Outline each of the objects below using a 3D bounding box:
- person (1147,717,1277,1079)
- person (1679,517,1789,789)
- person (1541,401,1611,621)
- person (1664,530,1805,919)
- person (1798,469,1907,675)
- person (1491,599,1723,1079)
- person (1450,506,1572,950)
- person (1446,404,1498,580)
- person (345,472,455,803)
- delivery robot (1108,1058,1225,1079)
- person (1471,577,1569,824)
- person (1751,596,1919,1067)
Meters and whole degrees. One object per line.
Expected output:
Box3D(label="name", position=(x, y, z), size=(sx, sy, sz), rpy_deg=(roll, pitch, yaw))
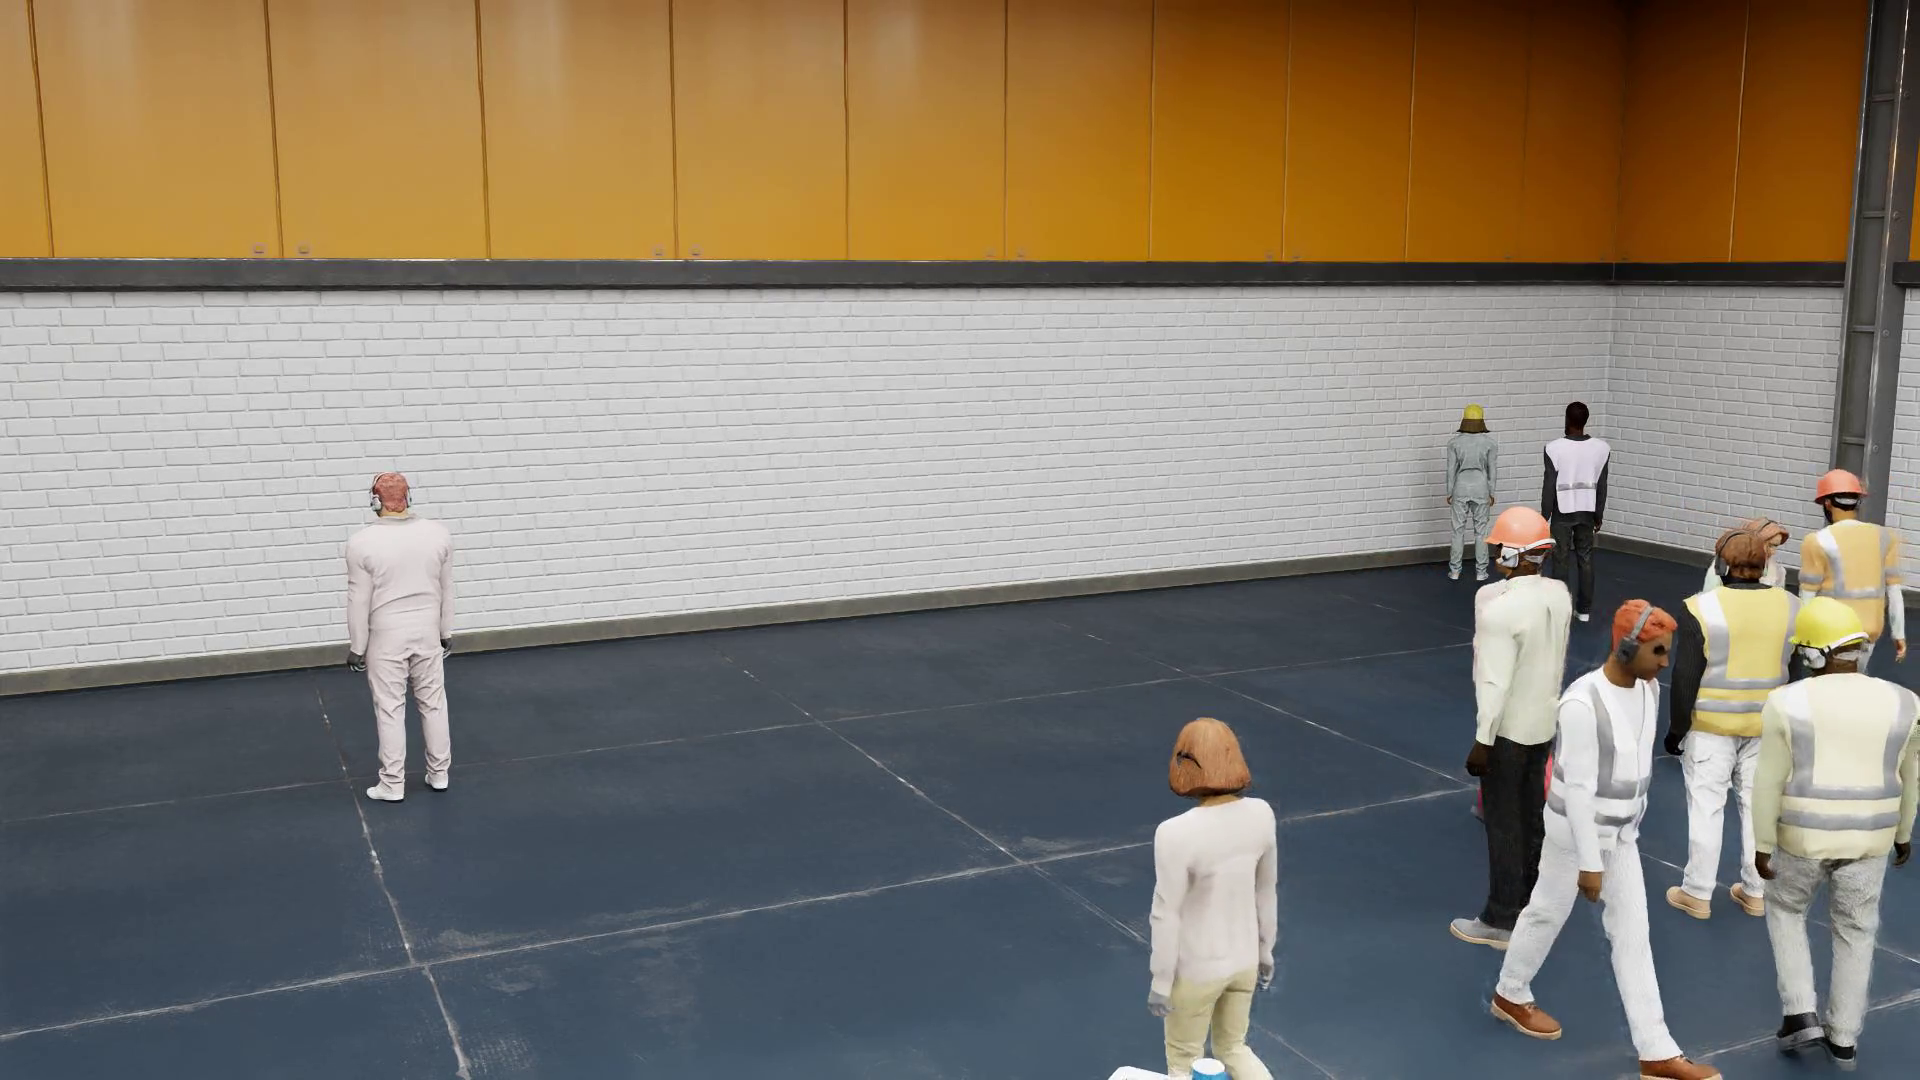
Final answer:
Box3D(label="person", position=(0.857, 1.382, 5.312), size=(0.510, 1.619, 0.549), rpy_deg=(-6, 11, -35))
Box3D(label="person", position=(4.552, 0.657, 9.786), size=(0.580, 1.613, 0.407), rpy_deg=(-2, 9, -12))
Box3D(label="person", position=(5.312, -0.238, 14.415), size=(0.591, 1.922, 0.392), rpy_deg=(-1, 9, -7))
Box3D(label="person", position=(3.620, 0.865, 7.824), size=(0.634, 1.840, 0.429), rpy_deg=(-1, 9, -4))
Box3D(label="person", position=(5.263, 0.518, 9.900), size=(0.594, 1.863, 0.955), rpy_deg=(-1, 9, -7))
Box3D(label="person", position=(2.450, 1.116, 6.310), size=(0.588, 1.825, 0.986), rpy_deg=(-6, 11, -33))
Box3D(label="person", position=(2.495, 0.840, 7.499), size=(0.622, 1.994, 0.381), rpy_deg=(-8, 12, -41))
Box3D(label="person", position=(5.038, -0.469, 16.402), size=(0.486, 1.744, 0.296), rpy_deg=(3, 10, 17))
Box3D(label="person", position=(-3.219, 0.555, 9.562), size=(0.638, 1.903, 0.408), rpy_deg=(-9, 13, -43))
Box3D(label="delivery robot", position=(0.778, 1.877, 5.228), size=(0.707, 0.478, 0.477), rpy_deg=(5, 10, 28))
Box3D(label="person", position=(2.991, 0.755, 8.837), size=(0.525, 1.736, 0.797), rpy_deg=(0, 9, 0))
Box3D(label="person", position=(3.343, 1.118, 6.360), size=(0.638, 1.808, 0.428), rpy_deg=(2, 9, 11))
